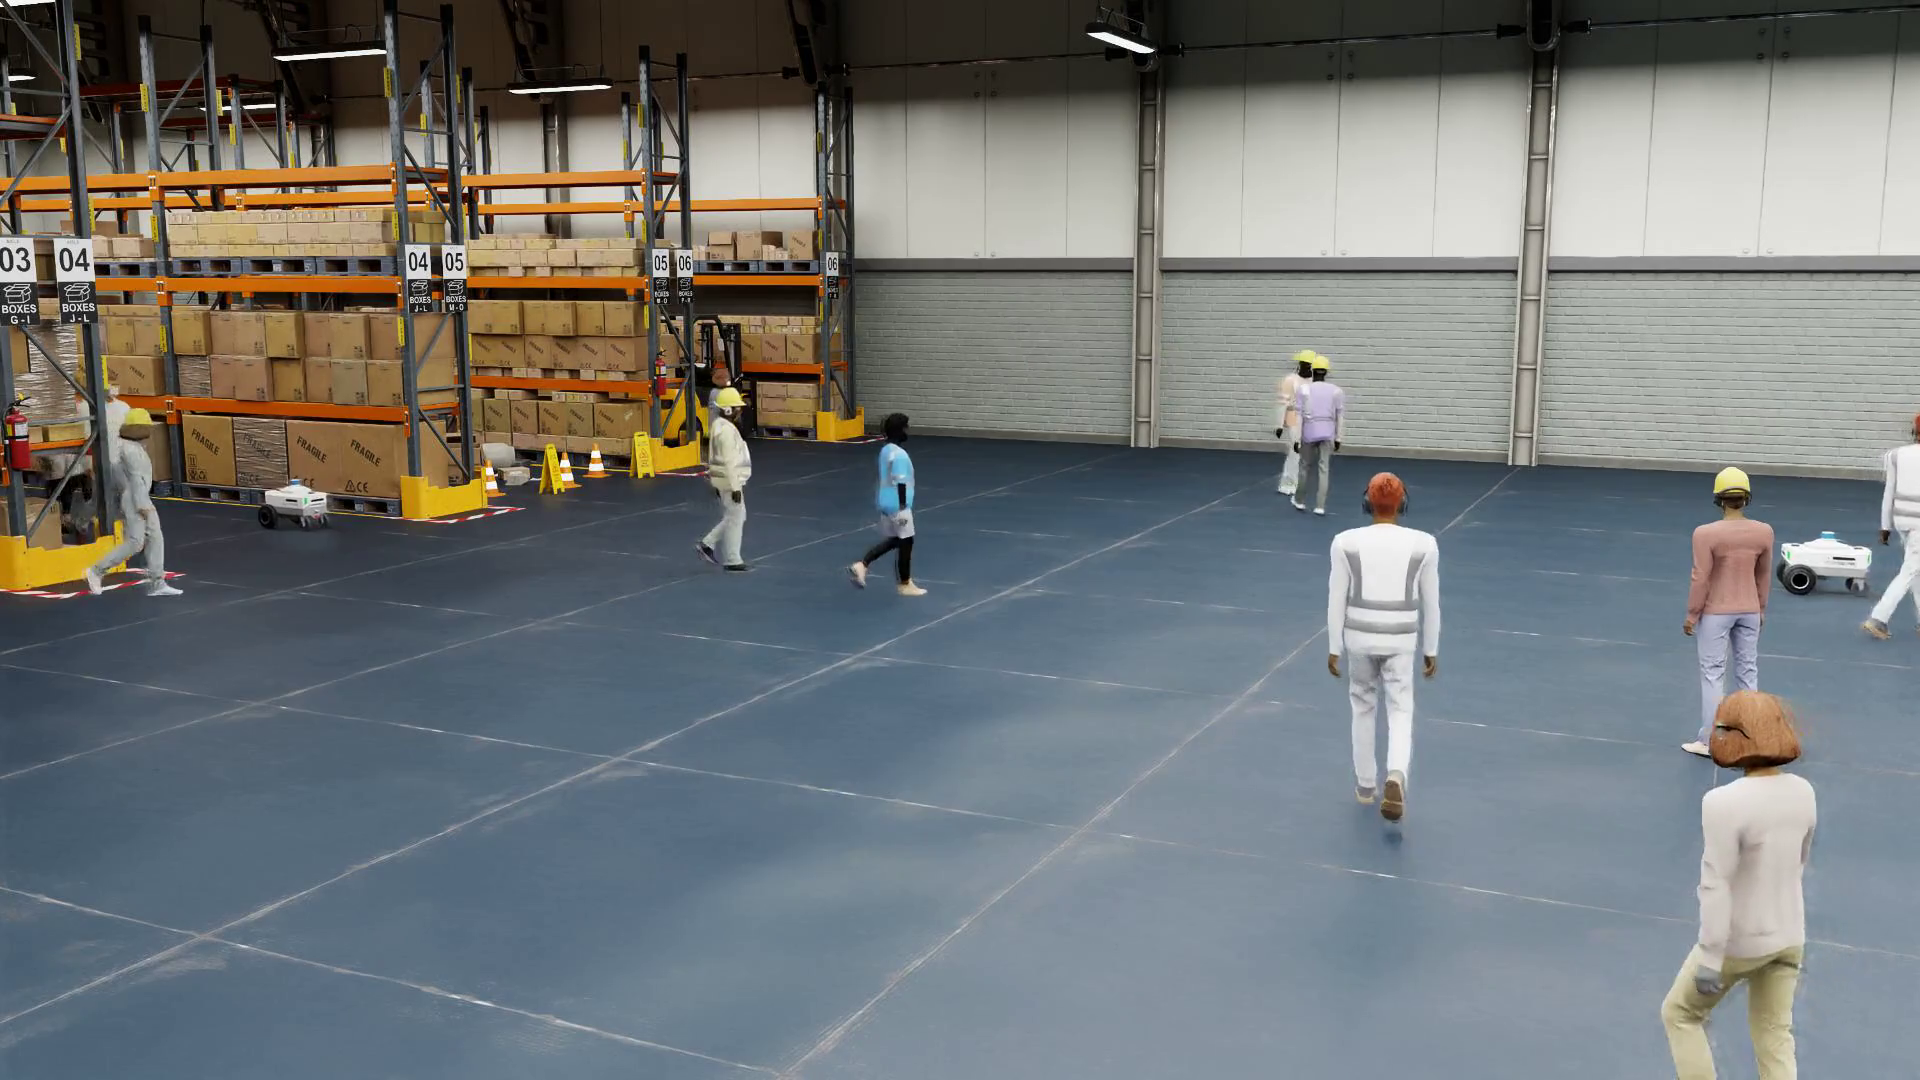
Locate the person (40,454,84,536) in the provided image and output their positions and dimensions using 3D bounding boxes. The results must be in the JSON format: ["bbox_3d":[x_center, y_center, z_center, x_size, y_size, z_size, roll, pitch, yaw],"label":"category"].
[{"bbox_3d":[-10.017,-1.013,18.405,0.459,1.955,0.620,0,9,2],"label":"person"}]

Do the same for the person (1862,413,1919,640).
[{"bbox_3d":[7.628,-0.120,13.271,0.976,1.843,0.591,-3,10,-19],"label":"person"}]

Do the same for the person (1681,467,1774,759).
[{"bbox_3d":[4.625,0.442,10.053,0.527,1.765,0.328,-1,9,-9],"label":"person"}]

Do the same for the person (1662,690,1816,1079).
[{"bbox_3d":[2.500,1.284,5.340,0.534,1.609,0.547,-4,10,-25],"label":"person"}]

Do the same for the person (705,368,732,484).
[{"bbox_3d":[-3.209,-1.502,22.419,0.354,1.617,0.503,2,9,12],"label":"person"}]

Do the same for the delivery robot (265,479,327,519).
[{"bbox_3d":[-7.552,-0.448,18.916,0.707,0.478,0.477,5,10,27],"label":"delivery robot"}]

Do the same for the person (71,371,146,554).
[{"bbox_3d":[-8.867,-0.803,17.246,0.856,1.914,0.633,5,10,27],"label":"person"}]

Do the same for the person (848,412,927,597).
[{"bbox_3d":[-0.637,-0.304,14.892,0.625,1.679,0.540,-3,10,-18],"label":"person"}]

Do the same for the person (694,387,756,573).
[{"bbox_3d":[-2.260,-0.565,16.061,0.495,1.817,0.597,-2,9,-11],"label":"person"}]

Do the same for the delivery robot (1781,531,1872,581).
[{"bbox_3d":[7.889,0.166,15.149,0.707,0.478,0.477,3,10,18],"label":"delivery robot"}]

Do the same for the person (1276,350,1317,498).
[{"bbox_3d":[4.436,-1.497,21.525,0.621,1.891,0.731,-8,12,-39],"label":"person"}]

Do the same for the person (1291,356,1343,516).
[{"bbox_3d":[4.297,-1.266,20.105,0.615,1.893,0.799,0,9,-3],"label":"person"}]

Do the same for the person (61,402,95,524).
[{"bbox_3d":[-10.312,-1.033,19.289,0.535,1.700,0.318,-9,13,-43],"label":"person"}]

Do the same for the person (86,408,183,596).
[{"bbox_3d":[-7.435,-0.325,14.889,0.697,1.713,0.493,-2,10,-14],"label":"person"}]

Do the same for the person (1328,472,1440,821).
[{"bbox_3d":[2.271,0.575,8.941,0.587,1.866,0.761,2,9,12],"label":"person"}]
